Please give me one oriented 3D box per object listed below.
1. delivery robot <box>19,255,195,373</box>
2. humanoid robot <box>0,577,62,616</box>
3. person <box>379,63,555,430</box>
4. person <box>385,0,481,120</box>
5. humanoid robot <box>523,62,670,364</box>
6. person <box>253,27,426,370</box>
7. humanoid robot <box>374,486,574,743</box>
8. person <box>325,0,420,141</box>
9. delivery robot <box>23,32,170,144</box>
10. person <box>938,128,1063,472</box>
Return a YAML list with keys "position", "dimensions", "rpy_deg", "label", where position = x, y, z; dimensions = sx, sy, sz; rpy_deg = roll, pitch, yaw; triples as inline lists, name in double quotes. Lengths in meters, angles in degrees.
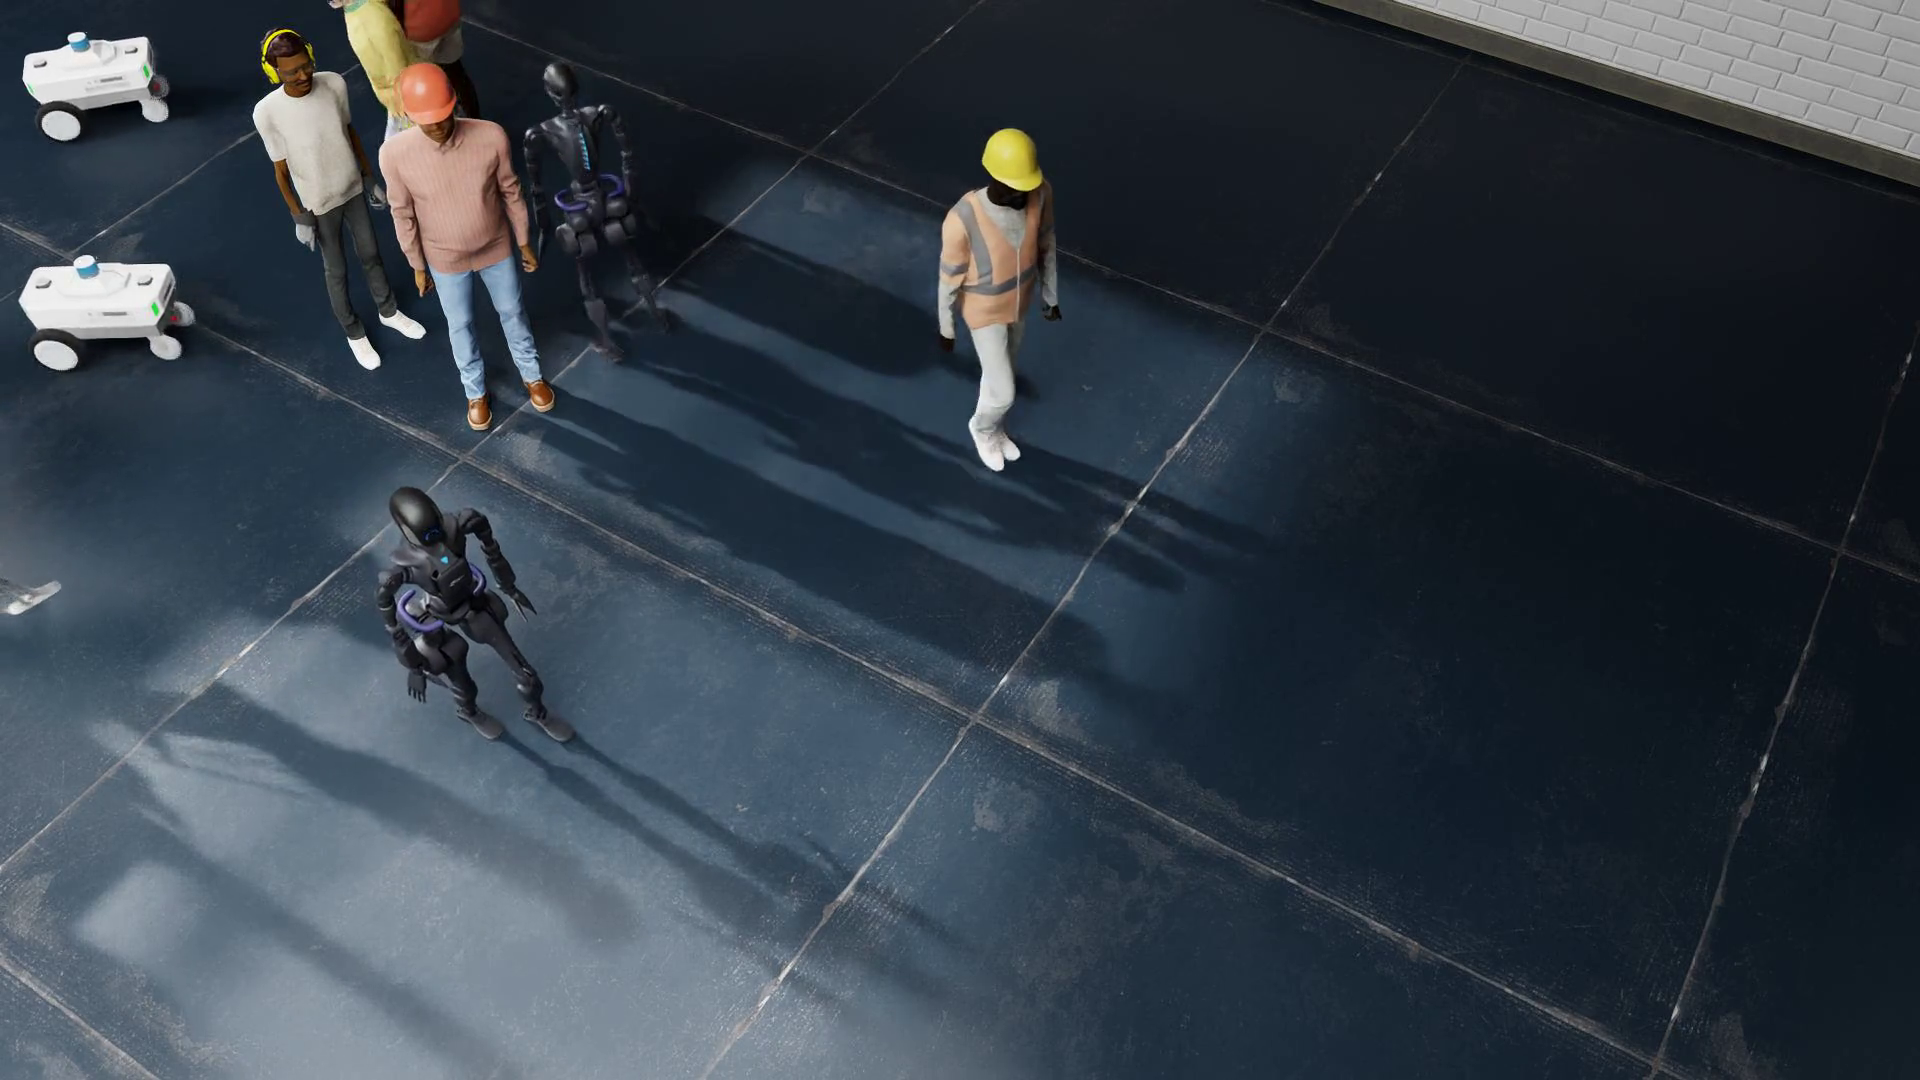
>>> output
- position: [-4.473, -1.226, 8.691]
  dimensions: [0.784, 0.585, 0.499]
  rpy_deg: [-2, 49, -2]
  label: "delivery robot"
- position: [-4.492, -0.254, 7.078]
  dimensions: [0.530, 1.796, 0.799]
  rpy_deg: [26, 54, 21]
  label: "humanoid robot"
- position: [-2.318, -1.376, 7.874]
  dimensions: [0.607, 1.994, 0.375]
  rpy_deg: [-18, 51, -15]
  label: "person"
- position: [-2.976, -2.930, 9.261]
  dimensions: [0.382, 1.949, 0.628]
  rpy_deg: [15, 50, 13]
  label: "person"
- position: [-1.828, -1.616, 8.307]
  dimensions: [0.629, 1.641, 0.388]
  rpy_deg: [-28, 54, -22]
  label: "humanoid robot"
- position: [-3.080, -1.680, 8.222]
  dimensions: [0.328, 1.872, 0.507]
  rpy_deg: [31, 56, 24]
  label: "person"
- position: [-1.984, 0.324, 6.607]
  dimensions: [0.528, 1.633, 0.609]
  rpy_deg: [31, 56, 24]
  label: "humanoid robot"
- position: [-2.985, -2.300, 8.769]
  dimensions: [0.479, 1.861, 0.511]
  rpy_deg: [-19, 52, -16]
  label: "person"
- position: [-5.240, -2.781, 10.048]
  dimensions: [0.764, 0.582, 0.499]
  rpy_deg: [-13, 50, -11]
  label: "delivery robot"
- position: [0.215, -1.064, 7.652]
  dimensions: [0.616, 1.909, 0.471]
  rpy_deg: [-33, 57, -26]
  label: "person"
